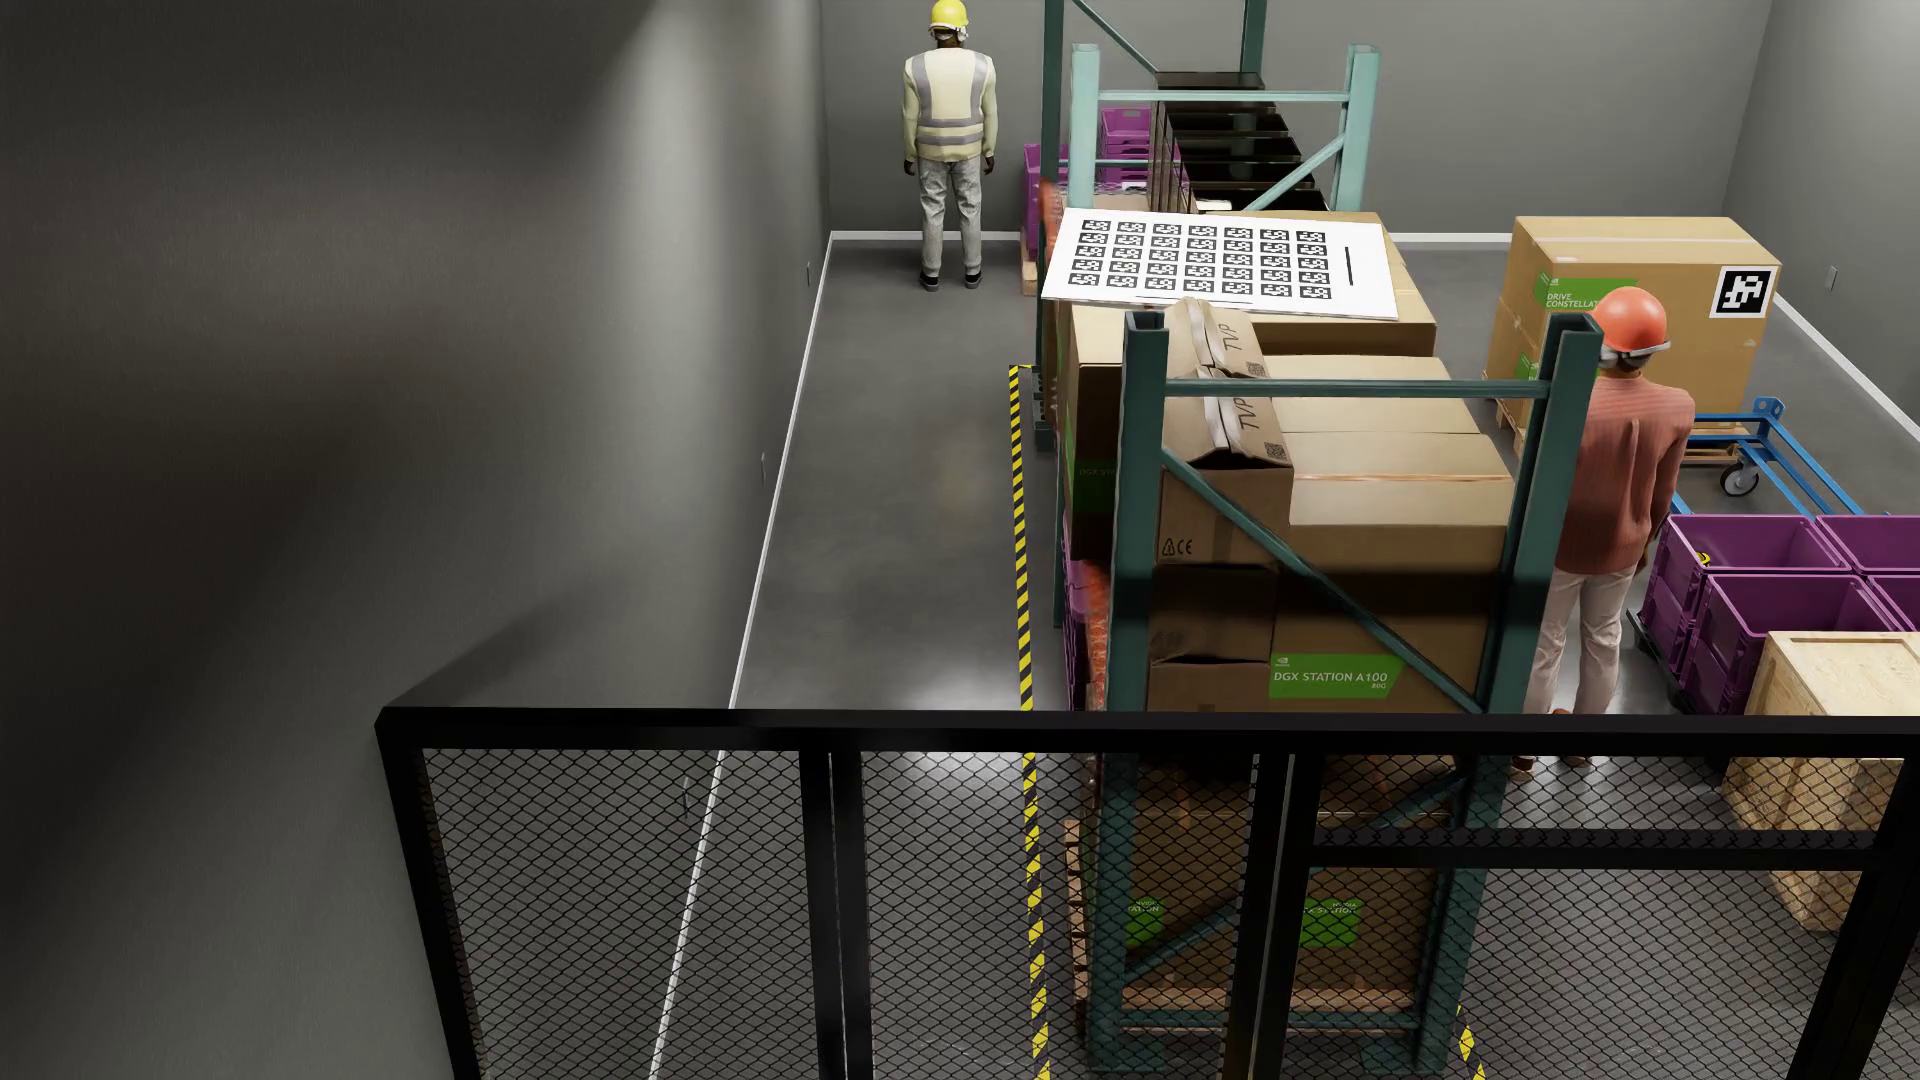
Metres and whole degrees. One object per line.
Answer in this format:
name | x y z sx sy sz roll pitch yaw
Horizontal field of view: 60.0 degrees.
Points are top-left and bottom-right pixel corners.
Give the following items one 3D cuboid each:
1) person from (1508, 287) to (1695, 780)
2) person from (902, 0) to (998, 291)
person | 2.301 0.009 6.144 0.609 1.997 0.373 -7 32 -11
person | -0.068 -2.457 10.398 0.601 1.828 0.404 -4 31 -6
